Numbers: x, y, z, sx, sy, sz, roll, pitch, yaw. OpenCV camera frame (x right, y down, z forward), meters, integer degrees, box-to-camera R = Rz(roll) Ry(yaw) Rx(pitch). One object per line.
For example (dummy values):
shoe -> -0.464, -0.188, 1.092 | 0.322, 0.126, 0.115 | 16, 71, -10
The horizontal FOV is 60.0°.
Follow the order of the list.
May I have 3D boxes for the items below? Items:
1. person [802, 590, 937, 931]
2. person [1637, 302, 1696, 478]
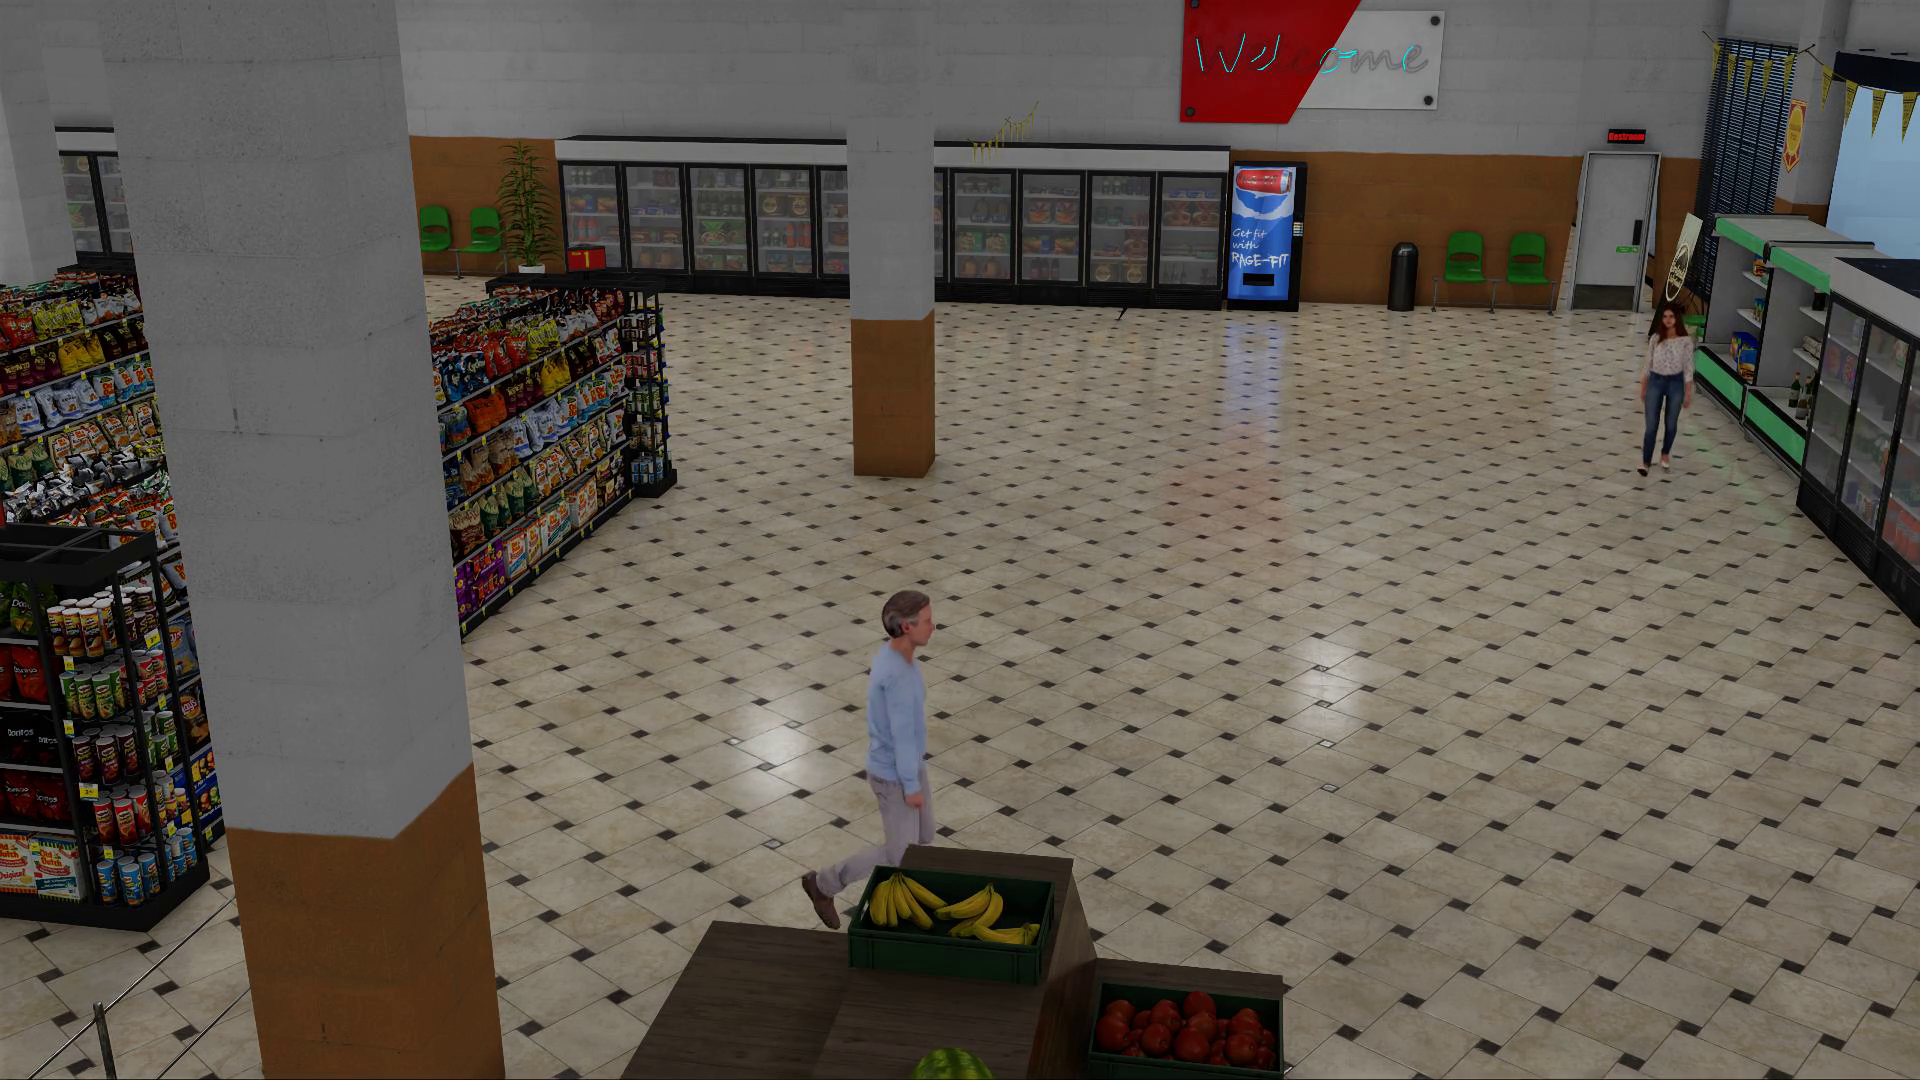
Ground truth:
person -> -0.400, 1.155, 8.157 | 0.709, 1.861, 0.944 | 2, 19, 6
person -> 6.910, -1.474, 16.233 | 0.897, 1.683, 1.219 | 10, 21, 27
